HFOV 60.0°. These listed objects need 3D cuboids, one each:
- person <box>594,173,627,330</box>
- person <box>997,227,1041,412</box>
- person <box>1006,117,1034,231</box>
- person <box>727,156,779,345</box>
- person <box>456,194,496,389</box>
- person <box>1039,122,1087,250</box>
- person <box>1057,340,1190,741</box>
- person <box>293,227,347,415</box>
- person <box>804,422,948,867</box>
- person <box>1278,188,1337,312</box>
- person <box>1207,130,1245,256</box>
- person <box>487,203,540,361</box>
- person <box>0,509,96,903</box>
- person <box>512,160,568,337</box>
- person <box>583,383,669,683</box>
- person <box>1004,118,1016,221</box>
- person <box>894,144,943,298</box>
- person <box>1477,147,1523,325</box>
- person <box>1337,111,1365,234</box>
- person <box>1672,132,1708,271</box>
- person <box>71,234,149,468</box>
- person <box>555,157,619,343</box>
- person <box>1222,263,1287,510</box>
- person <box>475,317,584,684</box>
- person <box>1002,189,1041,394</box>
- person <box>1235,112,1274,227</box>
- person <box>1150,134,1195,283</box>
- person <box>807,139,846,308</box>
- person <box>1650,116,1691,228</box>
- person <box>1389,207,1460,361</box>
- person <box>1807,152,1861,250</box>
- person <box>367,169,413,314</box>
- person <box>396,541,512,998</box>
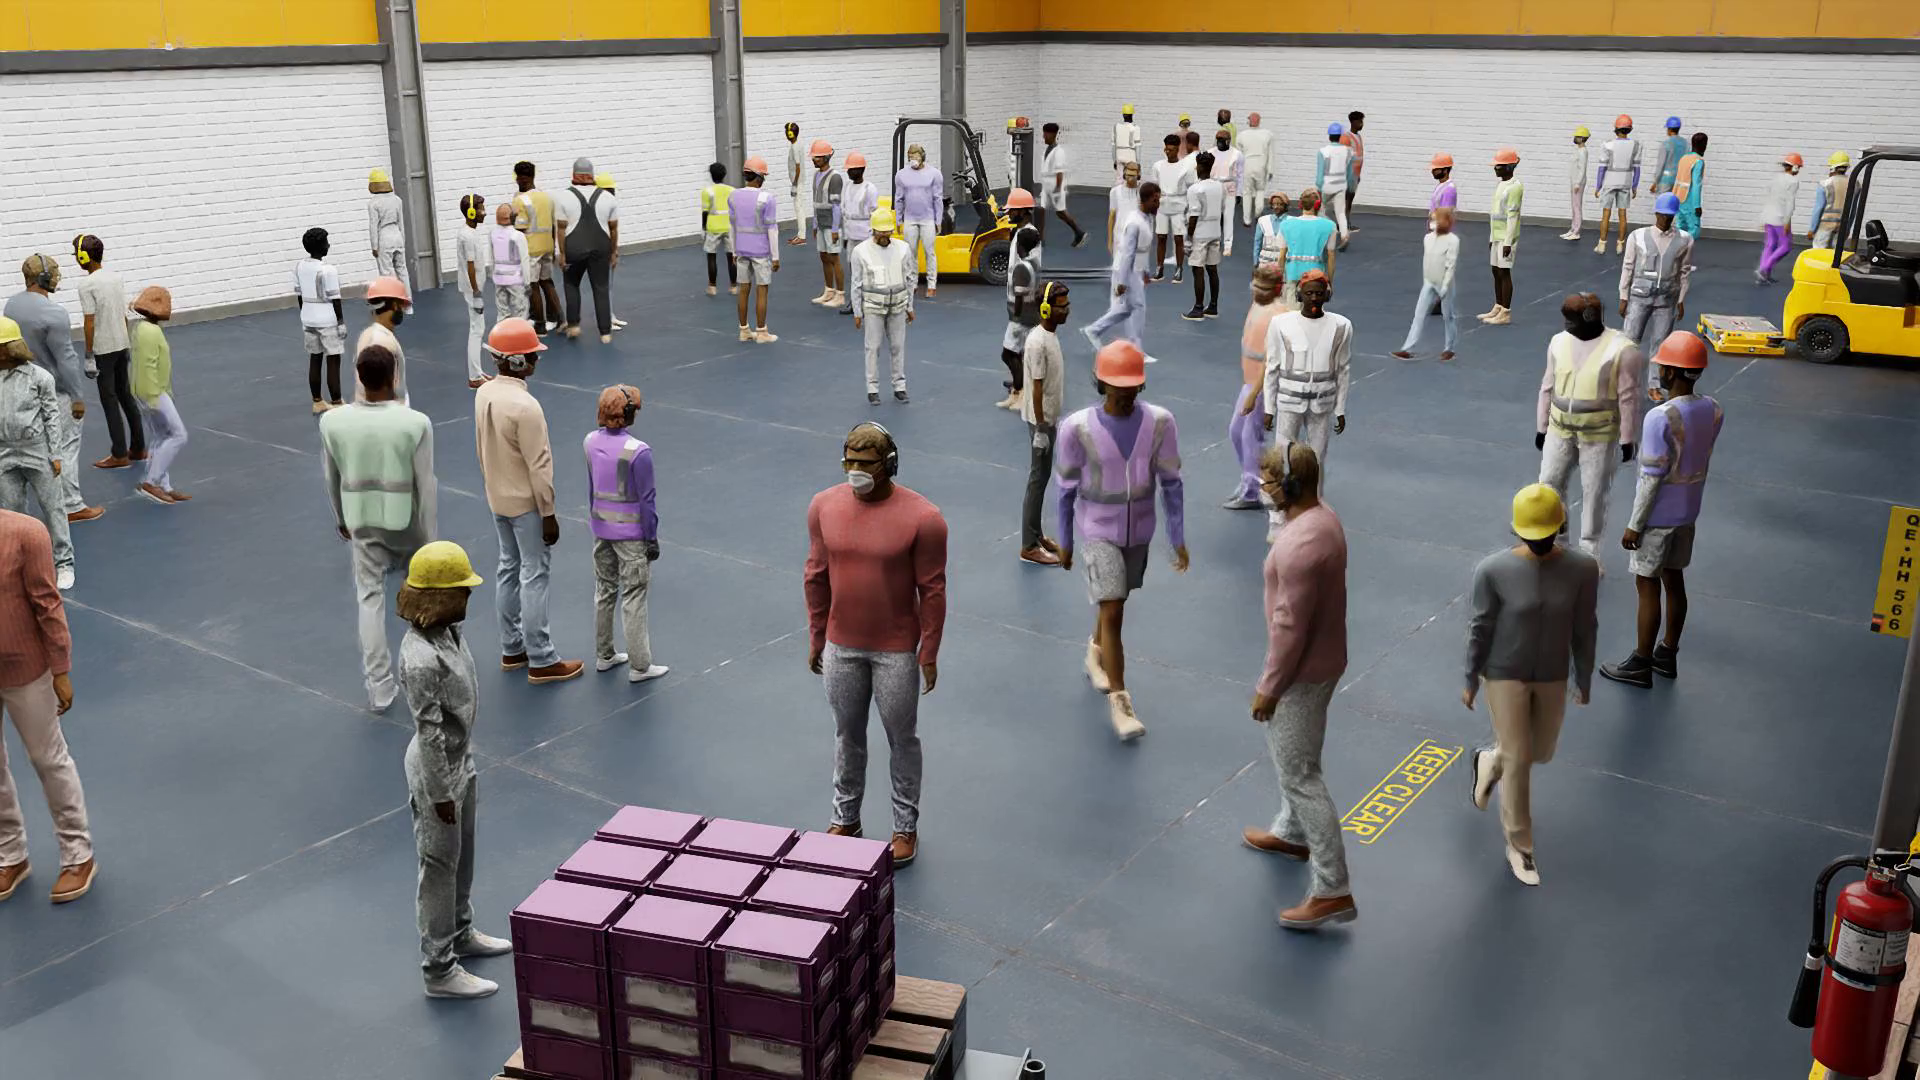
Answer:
[{"bbox_3d":[-4.016,-3.295,19.007,0.314,1.769,0.524,1,18,3],"label":"person"},{"bbox_3d":[0.553,-1.991,15.089,0.378,1.661,0.553,3,18,10],"label":"person"},{"bbox_3d":[0.991,-5.859,26.840,0.355,1.883,0.573,-15,23,-38],"label":"person"},{"bbox_3d":[-2.219,-3.143,18.116,0.611,2.030,0.410,9,20,27],"label":"person"},{"bbox_3d":[-4.666,-2.391,16.034,0.321,1.861,0.516,-5,18,-15],"label":"person"},{"bbox_3d":[1.477,-5.357,25.212,0.952,1.931,0.605,-8,19,-23],"label":"person"},{"bbox_3d":[0.812,-0.042,8.497,0.616,1.991,1.055,-5,18,-14],"label":"person"},{"bbox_3d":[-5.695,-1.940,14.882,0.540,1.695,0.317,10,20,29],"label":"person"},{"bbox_3d":[-0.364,0.445,7.031,0.628,1.940,0.373,6,19,17],"label":"person"},{"bbox_3d":[3.451,-2.582,16.654,0.564,1.841,0.390,5,18,16],"label":"person"},{"bbox_3d":[3.869,-5.138,24.654,0.634,1.839,0.429,7,19,22],"label":"person"},{"bbox_3d":[-4.645,-2.653,17.208,0.522,1.636,0.310,9,20,26],"label":"person"},{"bbox_3d":[-3.905,0.532,6.699,0.625,1.980,0.411,-2,18,-6],"label":"person"},{"bbox_3d":[-4.687,-3.230,18.513,0.497,1.951,0.630,8,19,23],"label":"person"},{"bbox_3d":[-1.832,-0.034,9.032,0.513,1.630,0.317,13,22,36],"label":"person"},{"bbox_3d":[0.922,-6.390,28.726,0.295,1.744,0.491,5,18,15],"label":"person"},{"bbox_3d":[-0.525,-4.042,21.090,0.636,1.929,0.378,4,18,12],"label":"person"},{"bbox_3d":[6.255,-3.507,19.248,0.404,2.036,0.601,-1,18,-3],"label":"person"},{"bbox_3d":[6.390,-6.005,27.158,0.361,1.963,0.616,12,21,33],"label":"person"},{"bbox_3d":[10.161,-4.719,23.239,0.415,1.903,0.620,0,18,0],"label":"person"},{"bbox_3d":[-6.790,-1.495,13.237,0.337,1.858,0.523,3,18,8],"label":"person"},{"bbox_3d":[-4.093,-3.222,18.335,0.693,2.000,0.760,-7,19,-22],"label":"person"},{"bbox_3d":[2.175,-1.098,12.055,0.450,1.817,0.592,-2,18,-5],"label":"person"},{"bbox_3d":[-2.355,-0.208,8.981,0.381,1.994,0.622,-16,24,-41],"label":"person"},{"bbox_3d":[0.578,-2.348,15.770,0.373,1.934,0.551,-2,18,-6],"label":"person"},{"bbox_3d":[4.913,-6.229,27.973,0.666,1.888,0.519,1,18,3],"label":"person"},{"bbox_3d":[2.818,-4.414,22.181,0.610,1.964,0.365,10,20,28],"label":"person"},{"bbox_3d":[-1.653,-3.863,20.360,0.417,2.034,0.604,-11,21,-31],"label":"person"},{"bbox_3d":[11.128,-5.654,26.094,0.620,1.945,0.405,-8,19,-23],"label":"person"},{"bbox_3d":[4.868,-2.608,17.126,0.833,1.589,0.515,-10,20,-30],"label":"person"},{"bbox_3d":[10.998,-3.973,21.024,0.601,1.828,0.404,-3,18,-10],"label":"person"},{"bbox_3d":[-6.817,-3.526,19.777,0.333,1.735,0.490,11,21,30],"label":"person"},{"bbox_3d":[-1.866,0.838,6.134,0.322,1.738,0.486,-1,18,-4],"label":"person"}]
